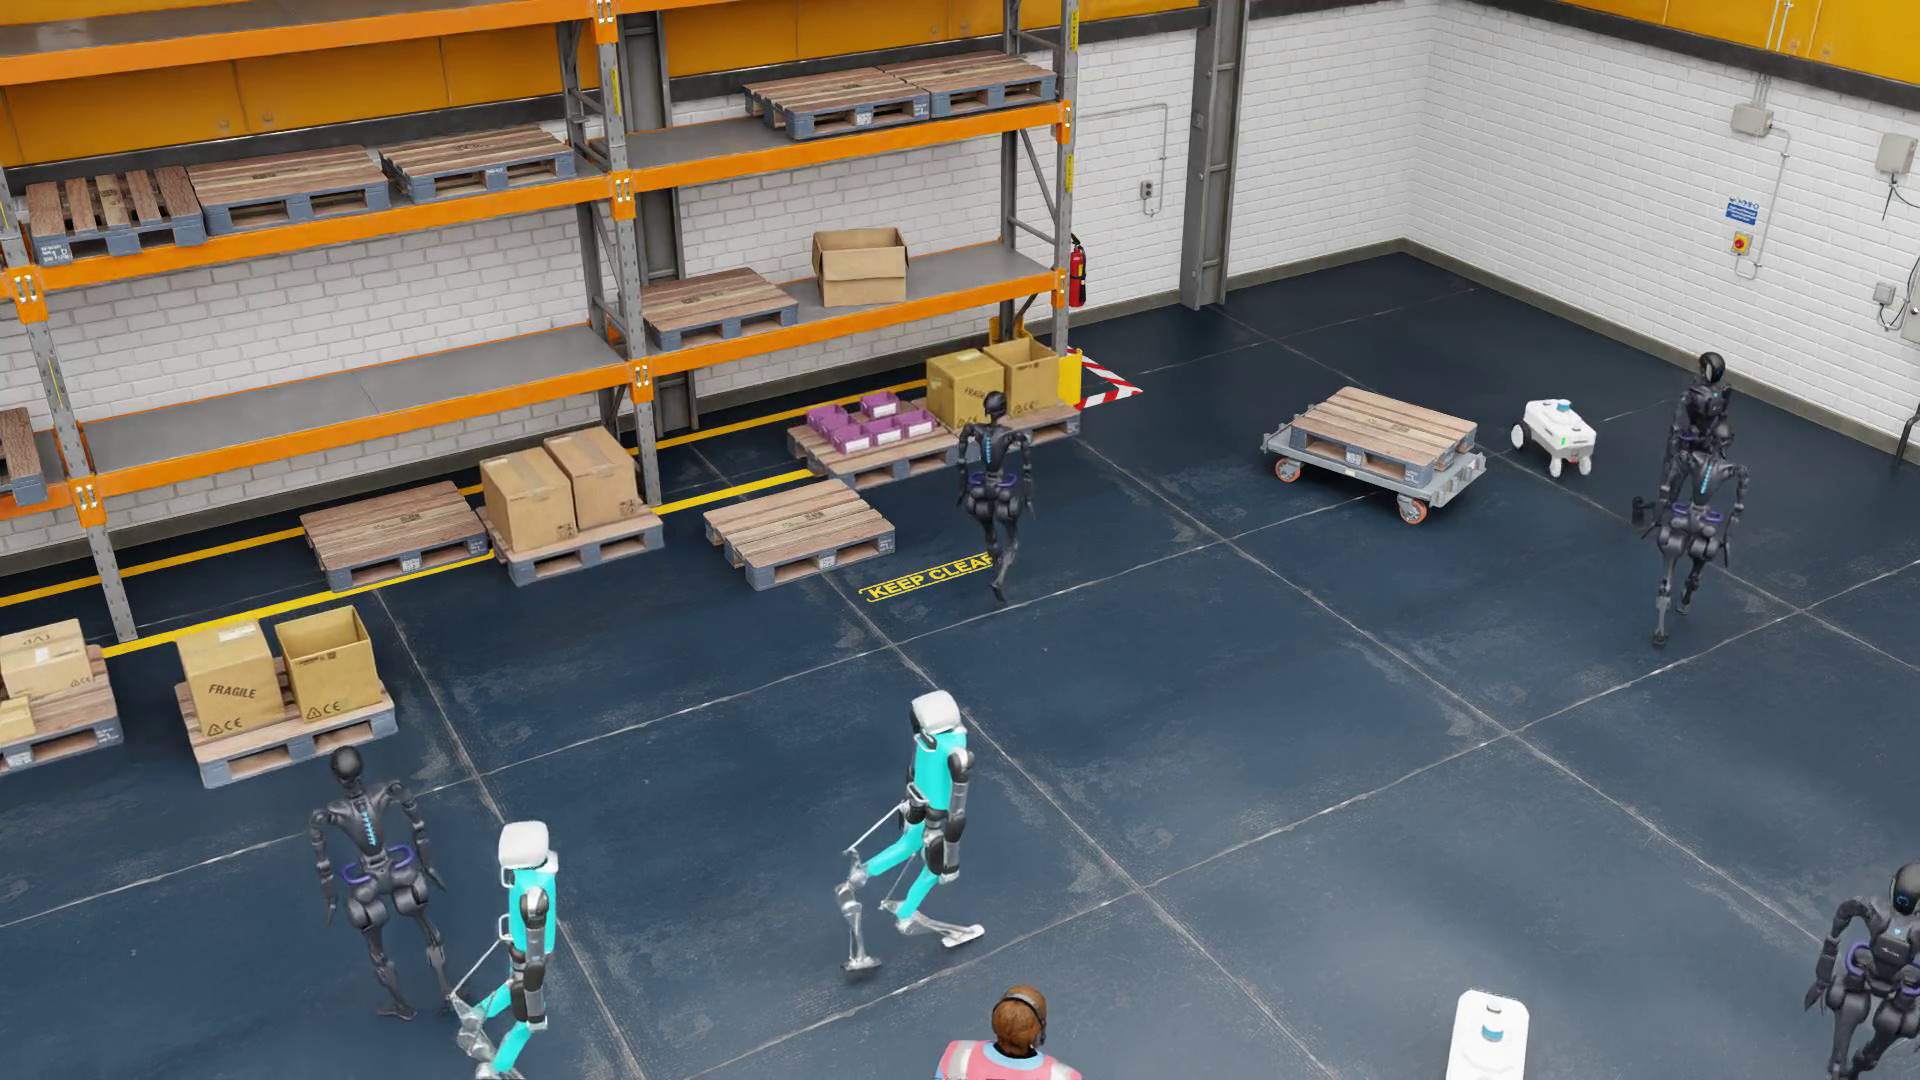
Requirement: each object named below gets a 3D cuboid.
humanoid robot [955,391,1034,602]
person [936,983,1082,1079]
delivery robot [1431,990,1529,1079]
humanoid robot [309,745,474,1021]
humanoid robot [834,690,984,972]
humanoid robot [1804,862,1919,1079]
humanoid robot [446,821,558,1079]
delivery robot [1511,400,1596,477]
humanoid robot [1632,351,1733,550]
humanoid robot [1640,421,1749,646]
[{"bbox_3d":[0.239,-0.325,12.143,0.615,1.639,0.601,8,30,14],"label":"humanoid robot"},{"bbox_3d":[0.221,2.563,6.855,0.628,1.836,0.432,9,31,15],"label":"person"},{"bbox_3d":[2.555,2.590,8.108,0.499,0.603,0.803,10,31,18],"label":"delivery robot"},{"bbox_3d":[-2.899,1.777,8.403,0.606,1.648,0.463,-17,34,-28],"label":"humanoid robot"},{"bbox_3d":[-0.329,1.619,8.668,1.043,1.768,0.549,-15,33,-24],"label":"humanoid robot"},{"bbox_3d":[4.305,2.153,7.770,0.596,1.623,0.725,20,35,32],"label":"humanoid robot"},{"bbox_3d":[-2.181,2.146,7.804,0.751,1.903,0.548,-7,30,-13],"label":"humanoid robot"},{"bbox_3d":[5.145,-0.924,14.311,0.499,0.587,0.789,-5,30,-9],"label":"delivery robot"},{"bbox_3d":[5.626,-0.722,12.845,0.610,1.639,0.619,-12,32,-20],"label":"humanoid robot"},{"bbox_3d":[5.158,-0.085,11.746,0.609,1.617,0.803,15,33,24],"label":"humanoid robot"}]
